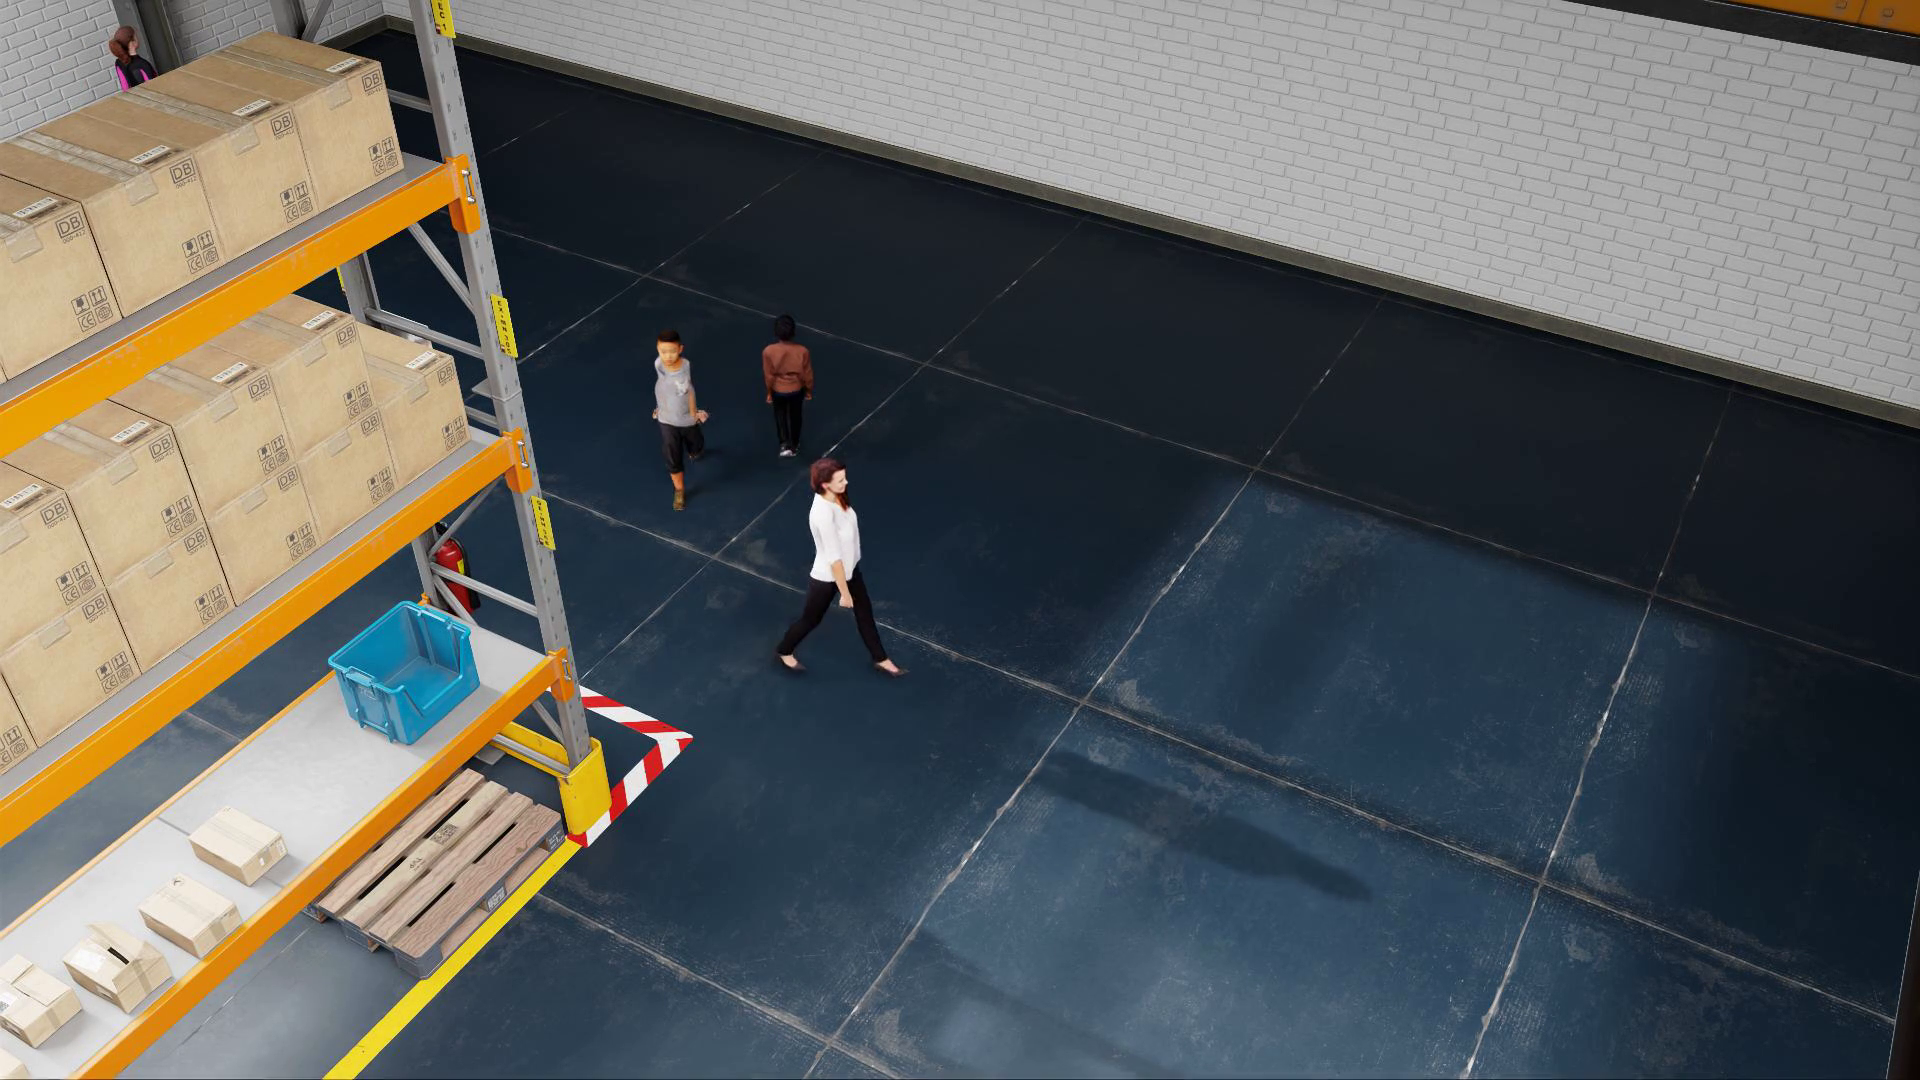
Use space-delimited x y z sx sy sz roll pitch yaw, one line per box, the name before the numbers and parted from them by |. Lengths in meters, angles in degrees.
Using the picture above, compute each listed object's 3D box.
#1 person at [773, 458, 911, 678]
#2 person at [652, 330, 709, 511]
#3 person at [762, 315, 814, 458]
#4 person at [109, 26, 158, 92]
person | -0.899 0.237 10.534 0.976 1.746 1.159 5 39 6
person | -2.089 -1.007 12.340 0.887 1.437 1.043 -1 39 -1
person | -1.315 -1.128 12.644 0.679 1.245 0.748 -2 39 -3
person | -7.738 -4.070 15.922 0.619 1.752 0.641 9 40 11
